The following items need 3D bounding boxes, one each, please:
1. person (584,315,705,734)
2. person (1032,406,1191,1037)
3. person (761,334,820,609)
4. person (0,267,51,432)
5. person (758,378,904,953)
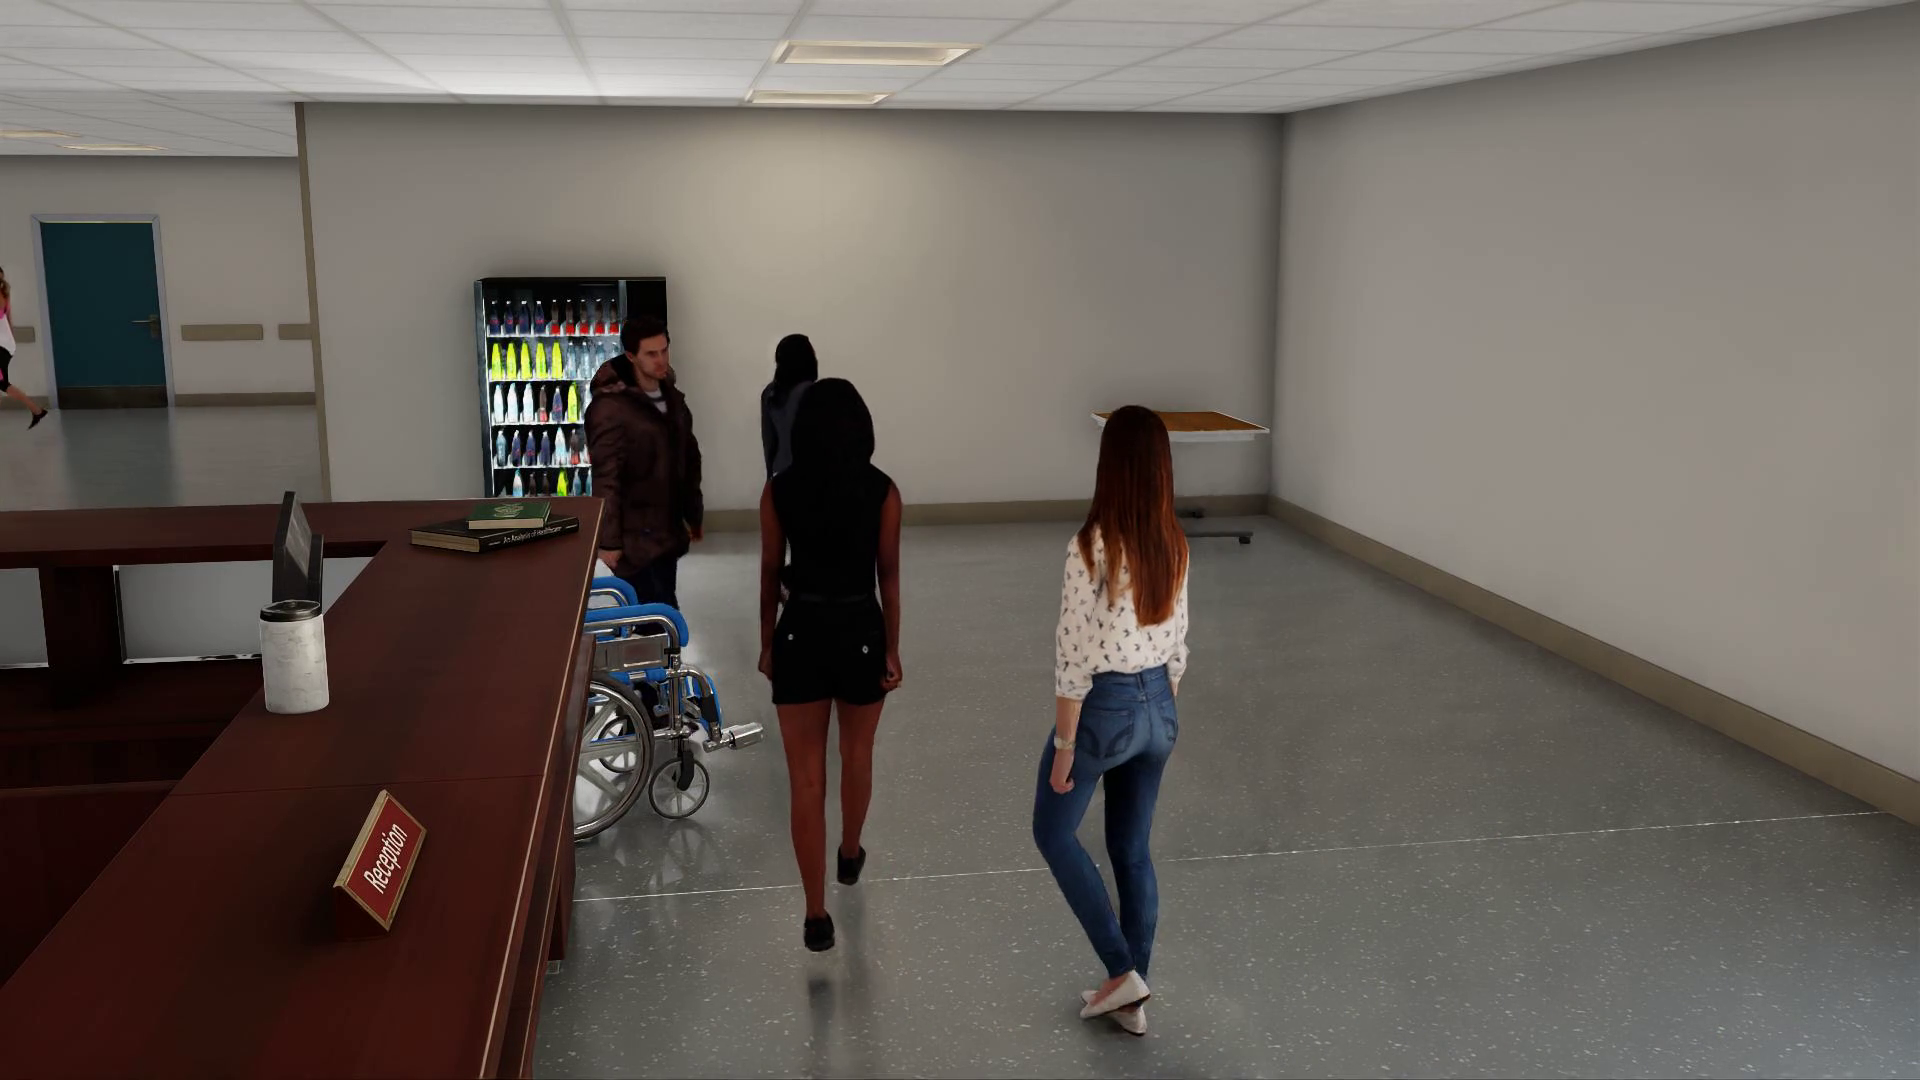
[{"bbox_3d":[-1.399,-0.027,6.973,0.917,1.825,0.933,3,11,16],"label":"person"},{"bbox_3d":[0.465,0.519,4.387,0.680,1.716,0.757,-7,13,-31],"label":"person"},{"bbox_3d":[-0.910,-0.335,9.245,0.959,1.583,0.881,-10,15,-43],"label":"person"},{"bbox_3d":[-10.015,-1.992,17.497,1.033,1.763,0.647,-1,11,-8],"label":"person"},{"bbox_3d":[-0.398,0.408,5.030,1.127,1.694,0.738,-1,11,-4],"label":"person"}]
